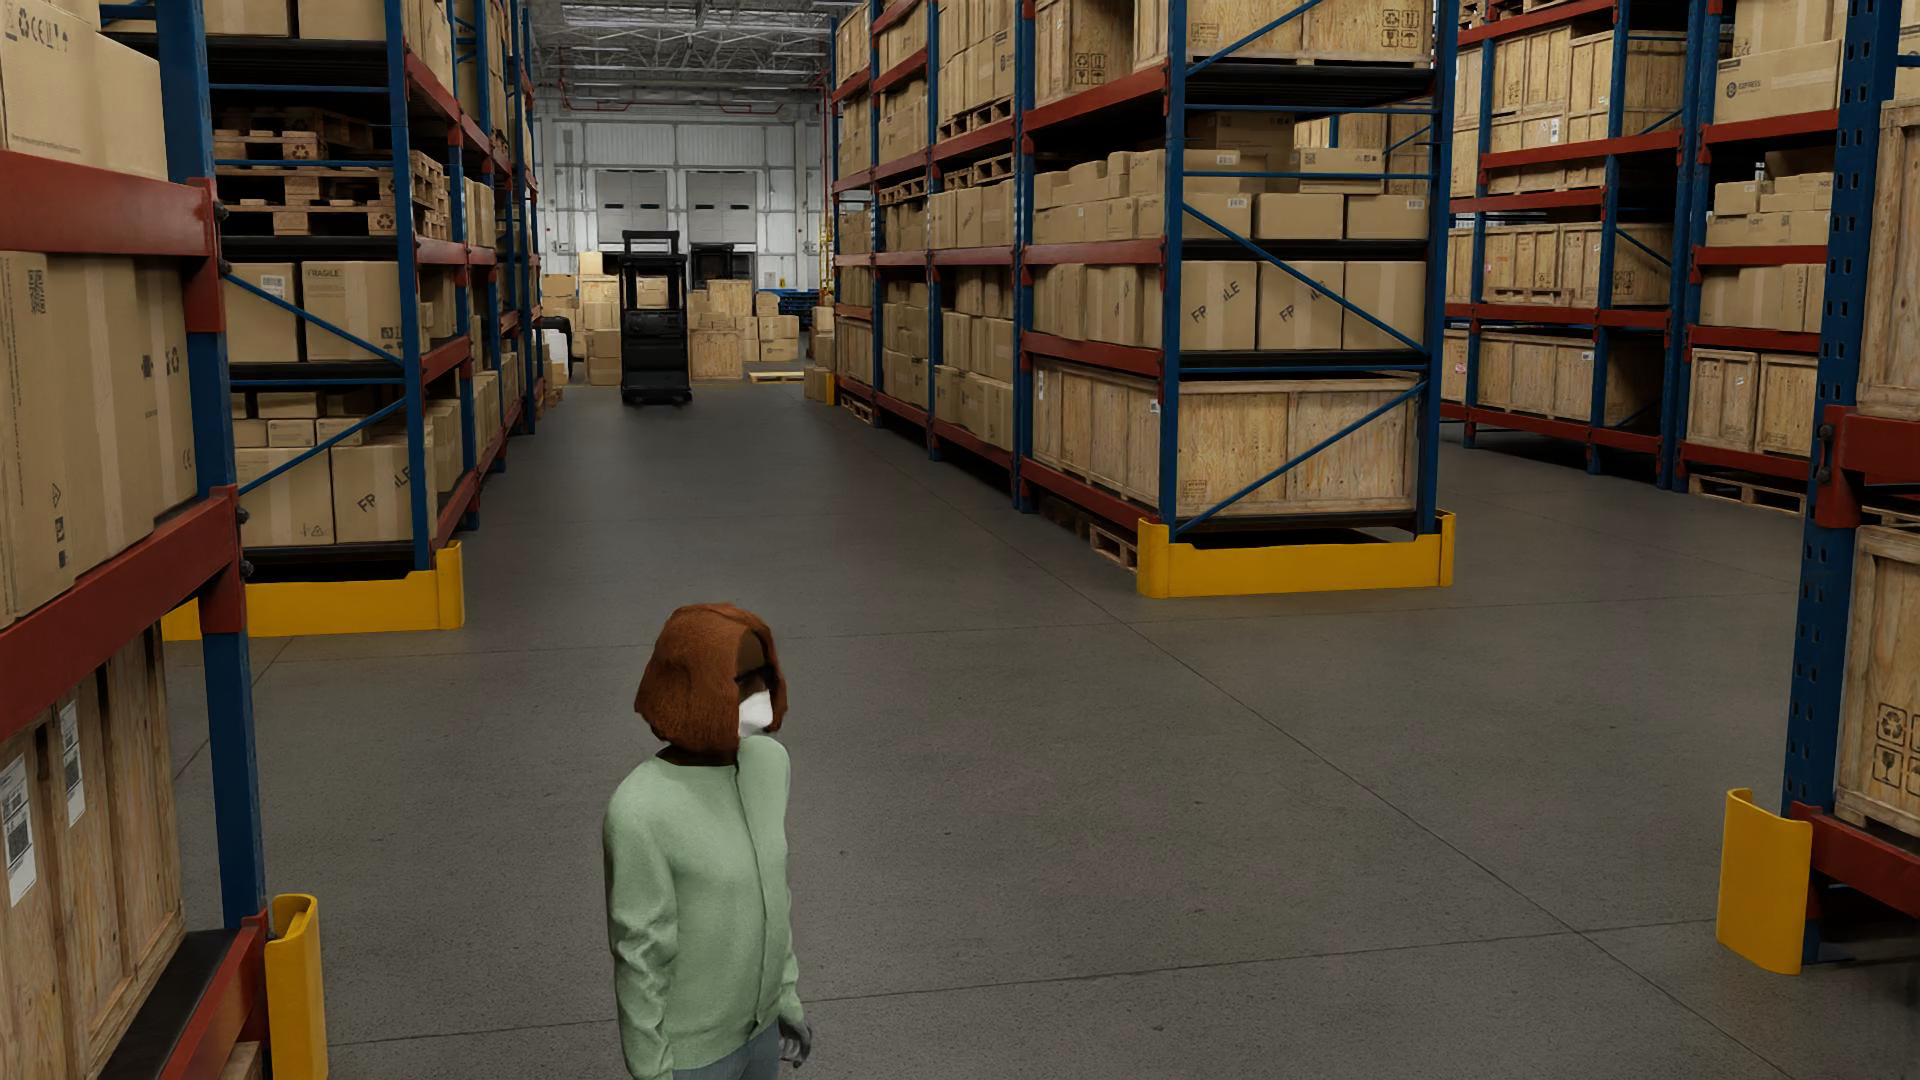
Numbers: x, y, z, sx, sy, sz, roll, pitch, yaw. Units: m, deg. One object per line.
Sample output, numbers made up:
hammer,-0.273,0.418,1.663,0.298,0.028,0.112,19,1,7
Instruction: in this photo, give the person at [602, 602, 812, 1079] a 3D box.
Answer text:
person,-0.439,0.917,3.027,0.285,1.633,0.497,4,10,25

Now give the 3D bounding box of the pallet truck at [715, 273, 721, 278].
pallet truck,-8.580,-8.986,62.280,1.885,1.965,0.823,1,9,5

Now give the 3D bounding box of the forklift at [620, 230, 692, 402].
forklift,-5.117,-3.756,27.718,1.129,2.768,1.873,-2,10,-12

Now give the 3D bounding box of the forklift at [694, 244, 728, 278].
forklift,-6.612,-6.479,44.317,1.129,2.768,1.873,-2,10,-12
